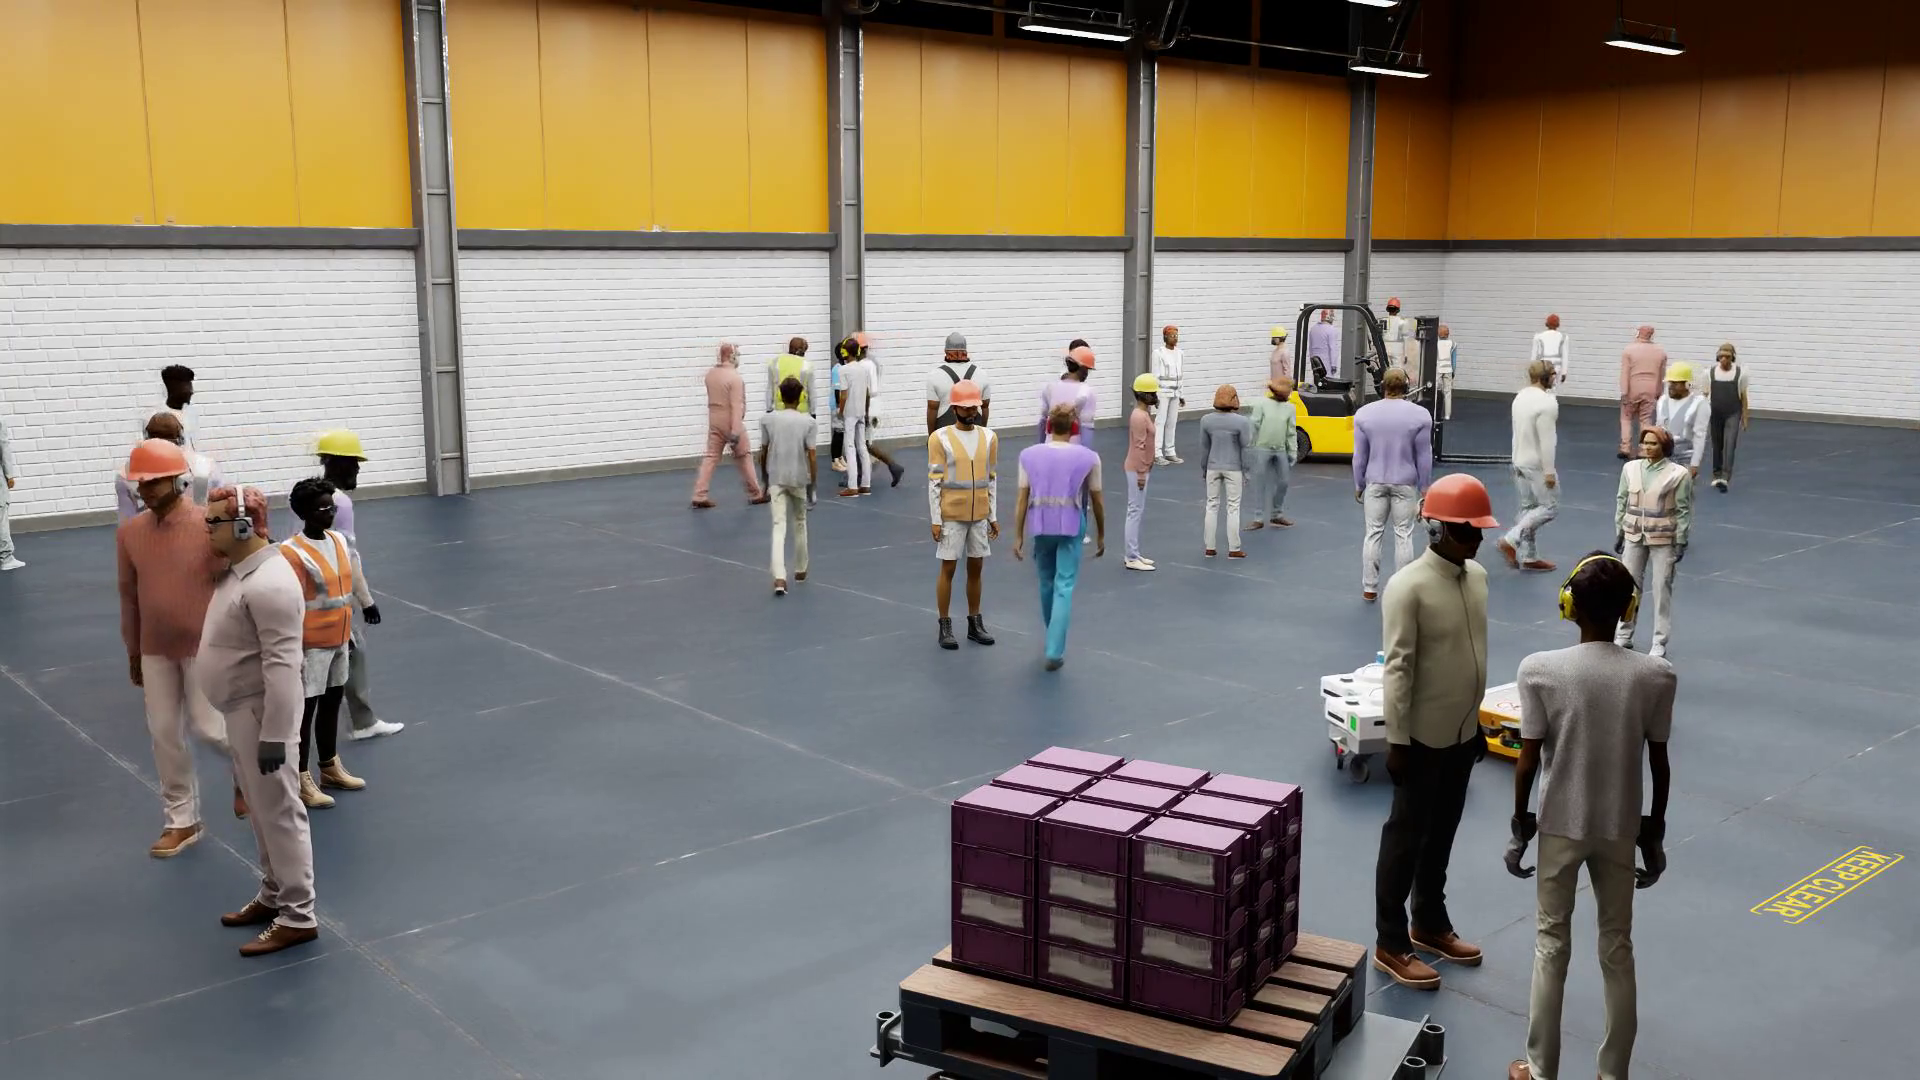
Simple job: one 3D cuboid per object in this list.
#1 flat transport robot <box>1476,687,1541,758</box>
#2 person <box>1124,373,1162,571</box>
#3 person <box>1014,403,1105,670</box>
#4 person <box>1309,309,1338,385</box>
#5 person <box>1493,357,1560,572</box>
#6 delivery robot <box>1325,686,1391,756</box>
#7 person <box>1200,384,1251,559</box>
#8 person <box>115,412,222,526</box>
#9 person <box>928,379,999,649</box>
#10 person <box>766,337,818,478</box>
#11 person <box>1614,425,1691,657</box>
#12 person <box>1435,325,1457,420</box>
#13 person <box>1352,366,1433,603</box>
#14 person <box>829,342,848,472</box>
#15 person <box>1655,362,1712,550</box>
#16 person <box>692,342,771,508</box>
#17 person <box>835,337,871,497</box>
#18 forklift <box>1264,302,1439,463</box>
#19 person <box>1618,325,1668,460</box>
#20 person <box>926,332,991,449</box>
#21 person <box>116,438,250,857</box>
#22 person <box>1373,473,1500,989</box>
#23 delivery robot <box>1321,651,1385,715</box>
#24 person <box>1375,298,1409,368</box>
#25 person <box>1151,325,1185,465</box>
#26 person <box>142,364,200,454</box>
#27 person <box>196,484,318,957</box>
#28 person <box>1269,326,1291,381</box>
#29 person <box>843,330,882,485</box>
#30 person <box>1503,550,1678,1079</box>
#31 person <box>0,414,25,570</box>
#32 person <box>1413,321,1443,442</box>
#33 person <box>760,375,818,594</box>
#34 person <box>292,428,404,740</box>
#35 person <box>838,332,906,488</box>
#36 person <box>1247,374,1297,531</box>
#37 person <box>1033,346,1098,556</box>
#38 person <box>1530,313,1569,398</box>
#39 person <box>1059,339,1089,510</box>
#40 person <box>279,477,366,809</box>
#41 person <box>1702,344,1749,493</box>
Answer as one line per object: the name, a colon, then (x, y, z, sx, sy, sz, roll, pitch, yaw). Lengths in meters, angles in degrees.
flat transport robot: (3.474, 1.015, 9.818, 1.431, 0.197, 0.652, -7, 12, -36)
person: (1.645, -0.617, 14.997, 0.329, 1.769, 0.526, 1, 10, 7)
person: (0.708, -0.049, 11.584, 0.603, 1.791, 0.977, 3, 10, 15)
person: (6.395, -3.102, 29.159, 0.399, 1.903, 0.642, -5, 11, -28)
person: (5.053, -0.649, 14.710, 0.537, 1.929, 0.646, -1, 10, -7)
delivery robot: (2.350, 0.964, 9.011, 0.707, 0.478, 0.477, -3, 10, -15)
person: (2.471, -0.637, 15.495, 0.500, 1.636, 0.281, 6, 11, 30)
person: (-4.989, 0.103, 10.579, 0.634, 1.836, 0.429, -5, 11, -27)
person: (0.040, -0.187, 11.984, 0.545, 1.938, 0.361, -5, 11, -26)
person: (-2.123, -1.636, 20.881, 0.663, 1.807, 0.581, 2, 10, 12)
person: (4.859, 0.008, 11.706, 0.314, 1.642, 0.515, -8, 13, -40)
person: (8.251, -2.861, 28.506, 0.517, 1.641, 0.308, -1, 10, -5)
person: (3.490, -0.438, 13.450, 0.633, 1.939, 0.372, 4, 10, 22)
person: (-1.547, -1.744, 21.791, 0.319, 1.698, 0.538, 2, 10, 9)
person: (6.814, -0.782, 15.833, 0.487, 1.809, 0.607, -6, 11, -32)
person: (-2.593, -1.287, 18.665, 0.638, 1.858, 0.999, 9, 13, 42)
person: (-1.258, -1.436, 19.507, 0.313, 1.865, 0.528, 8, 13, 41)
forklift: (5.320, -2.157, 22.763, 2.313, 2.155, 1.214, 3, 10, 16)
person: (9.435, -2.031, 22.988, 0.663, 1.867, 0.594, 1, 10, 5)
person: (-0.053, -1.129, 17.195, 0.684, 2.000, 0.536, -3, 10, -17)
person: (-3.674, 0.487, 7.918, 0.635, 1.976, 0.565, 1, 10, 6)
person: (1.868, 0.726, 6.471, 0.623, 1.990, 0.397, -9, 13, -42)
delivery robot: (2.426, 0.879, 9.507, 0.707, 0.478, 0.477, -4, 10, -20)
person: (8.031, -3.481, 30.956, 0.615, 2.042, 0.375, 4, 10, 20)
person: (2.824, -1.954, 22.493, 0.575, 1.882, 0.355, -8, 13, -40)
person: (-6.607, -0.502, 13.838, 0.846, 1.943, 0.617, 2, 10, 10)
person: (-2.873, 0.719, 6.767, 0.405, 1.906, 0.653, -6, 11, -32)
person: (4.771, -2.313, 24.931, 0.331, 1.767, 0.527, -2, 10, -11)
person: (-1.178, -1.619, 20.418, 0.511, 1.919, 0.654, -9, 13, -42)
person: (2.058, 0.958, 5.468, 0.513, 1.876, 0.328, 1, 10, 7)
person: (-8.733, -0.592, 14.921, 0.491, 1.744, 0.295, -1, 10, -4)
person: (6.951, -2.394, 24.998, 0.714, 1.907, 0.608, -3, 10, -18)
person: (-1.451, -0.474, 14.033, 0.518, 1.827, 1.009, 0, 10, -1)
person: (-3.664, 0.304, 9.407, 0.920, 1.856, 0.623, -5, 11, -29)
person: (-1.073, -1.552, 20.080, 0.798, 1.905, 0.541, 2, 10, 11)
person: (3.198, -0.892, 17.082, 0.595, 1.613, 0.316, -3, 10, -17)
person: (0.960, -0.839, 15.714, 0.698, 1.981, 1.006, 7, 12, 34)
person: (9.768, -2.814, 27.551, 0.593, 1.871, 0.507, 2, 10, 10)
person: (1.222, -1.238, 18.211, 0.392, 1.913, 0.587, 2, 10, 11)
person: (-3.296, 0.516, 8.567, 0.317, 1.695, 0.540, 2, 10, 13)
person: (9.173, -1.474, 20.007, 0.520, 1.773, 1.025, 6, 12, 33)
